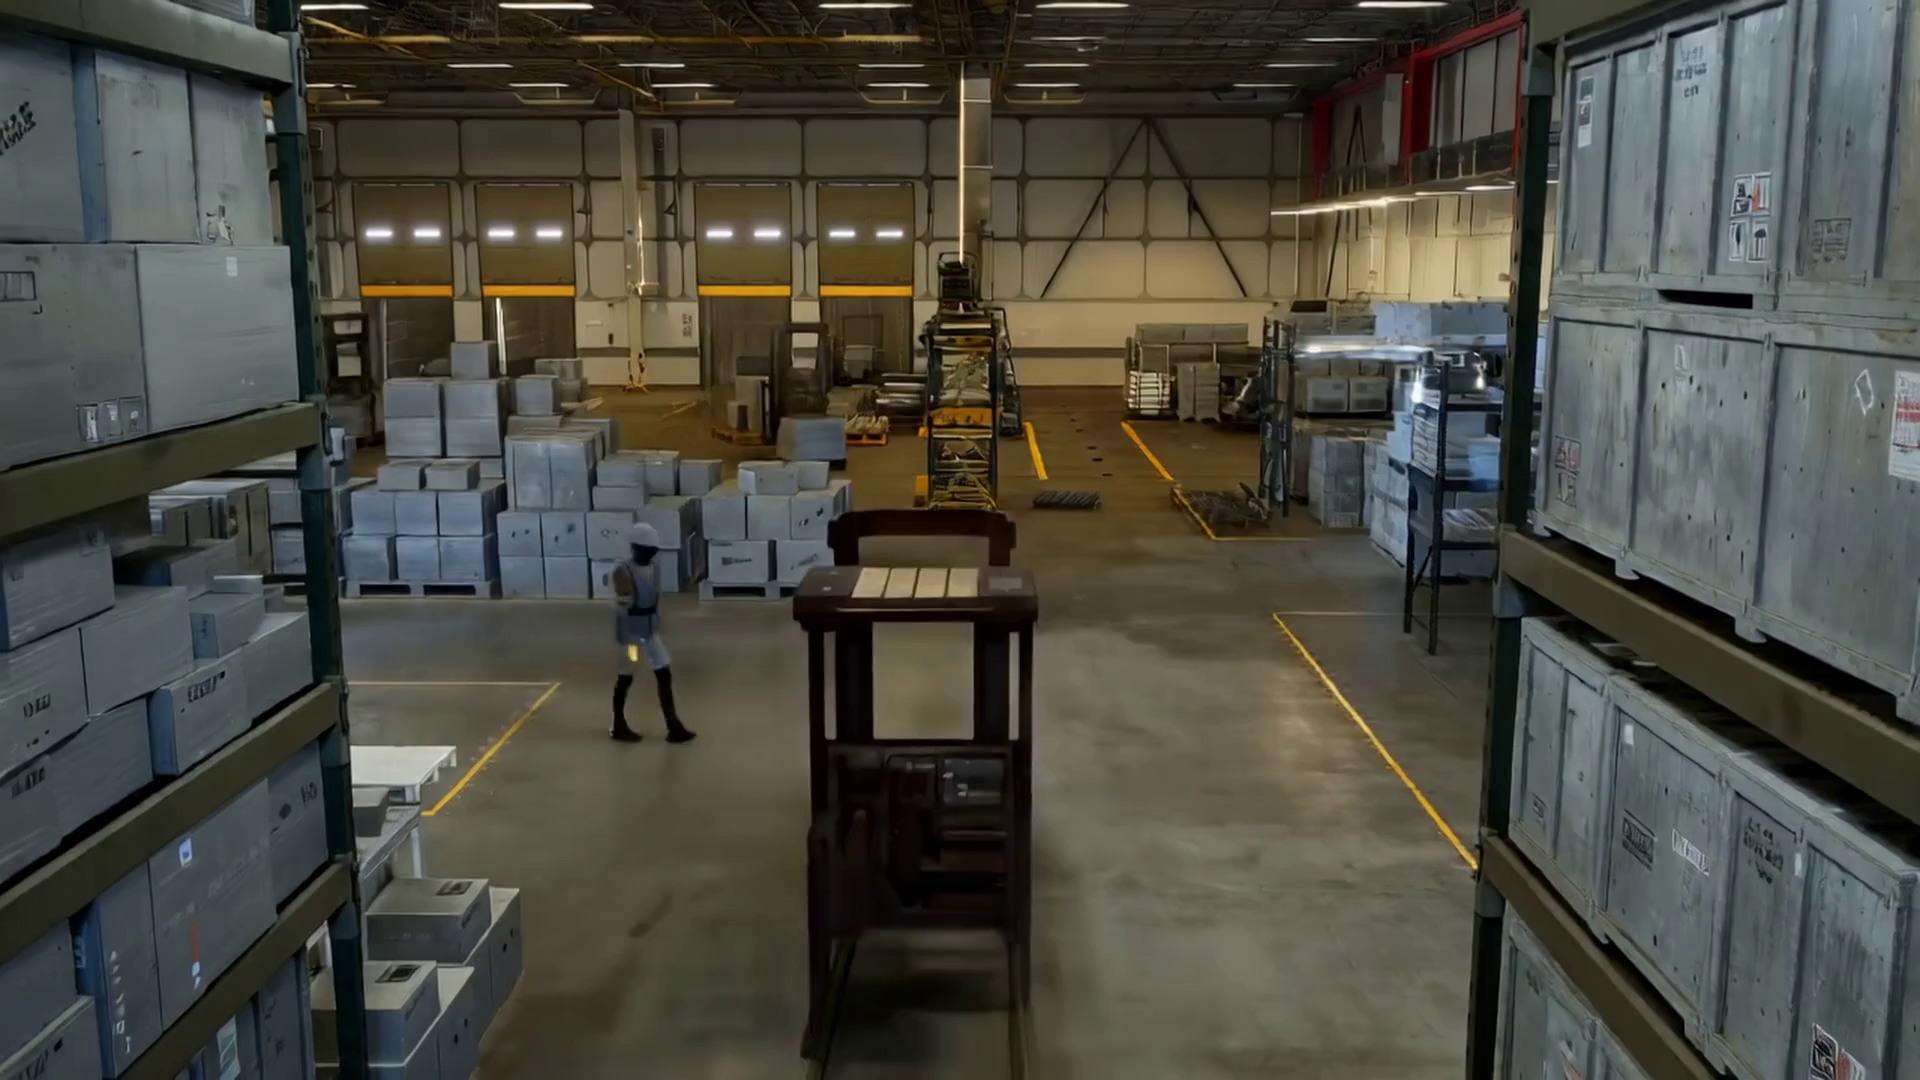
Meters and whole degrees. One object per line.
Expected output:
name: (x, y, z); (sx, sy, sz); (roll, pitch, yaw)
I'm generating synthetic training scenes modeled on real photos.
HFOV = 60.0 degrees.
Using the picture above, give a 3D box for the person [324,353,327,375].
person: (-15.796, -3.850, 41.443); (0.540, 1.644, 0.870); (-8, 12, -37)

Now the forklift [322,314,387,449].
forklift: (-12.976, -3.414, 35.398); (1.129, 2.768, 1.873); (0, 10, 1)

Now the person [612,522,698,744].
person: (-2.603, 0.805, 13.894); (0.889, 1.901, 0.571); (6, 12, 32)

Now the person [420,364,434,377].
person: (-10.544, -2.530, 33.061); (0.651, 1.920, 0.636); (-3, 10, -16)

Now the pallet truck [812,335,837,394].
pallet truck: (-3.021, -4.312, 43.126); (1.885, 1.965, 0.823); (3, 10, 17)

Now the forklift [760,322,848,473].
forklift: (-2.942, -2.700, 31.278); (1.129, 2.768, 1.873); (-5, 11, -26)

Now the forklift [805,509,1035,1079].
forklift: (-0.186, 1.241, 8.542); (1.129, 2.768, 1.873); (0, 10, 1)
